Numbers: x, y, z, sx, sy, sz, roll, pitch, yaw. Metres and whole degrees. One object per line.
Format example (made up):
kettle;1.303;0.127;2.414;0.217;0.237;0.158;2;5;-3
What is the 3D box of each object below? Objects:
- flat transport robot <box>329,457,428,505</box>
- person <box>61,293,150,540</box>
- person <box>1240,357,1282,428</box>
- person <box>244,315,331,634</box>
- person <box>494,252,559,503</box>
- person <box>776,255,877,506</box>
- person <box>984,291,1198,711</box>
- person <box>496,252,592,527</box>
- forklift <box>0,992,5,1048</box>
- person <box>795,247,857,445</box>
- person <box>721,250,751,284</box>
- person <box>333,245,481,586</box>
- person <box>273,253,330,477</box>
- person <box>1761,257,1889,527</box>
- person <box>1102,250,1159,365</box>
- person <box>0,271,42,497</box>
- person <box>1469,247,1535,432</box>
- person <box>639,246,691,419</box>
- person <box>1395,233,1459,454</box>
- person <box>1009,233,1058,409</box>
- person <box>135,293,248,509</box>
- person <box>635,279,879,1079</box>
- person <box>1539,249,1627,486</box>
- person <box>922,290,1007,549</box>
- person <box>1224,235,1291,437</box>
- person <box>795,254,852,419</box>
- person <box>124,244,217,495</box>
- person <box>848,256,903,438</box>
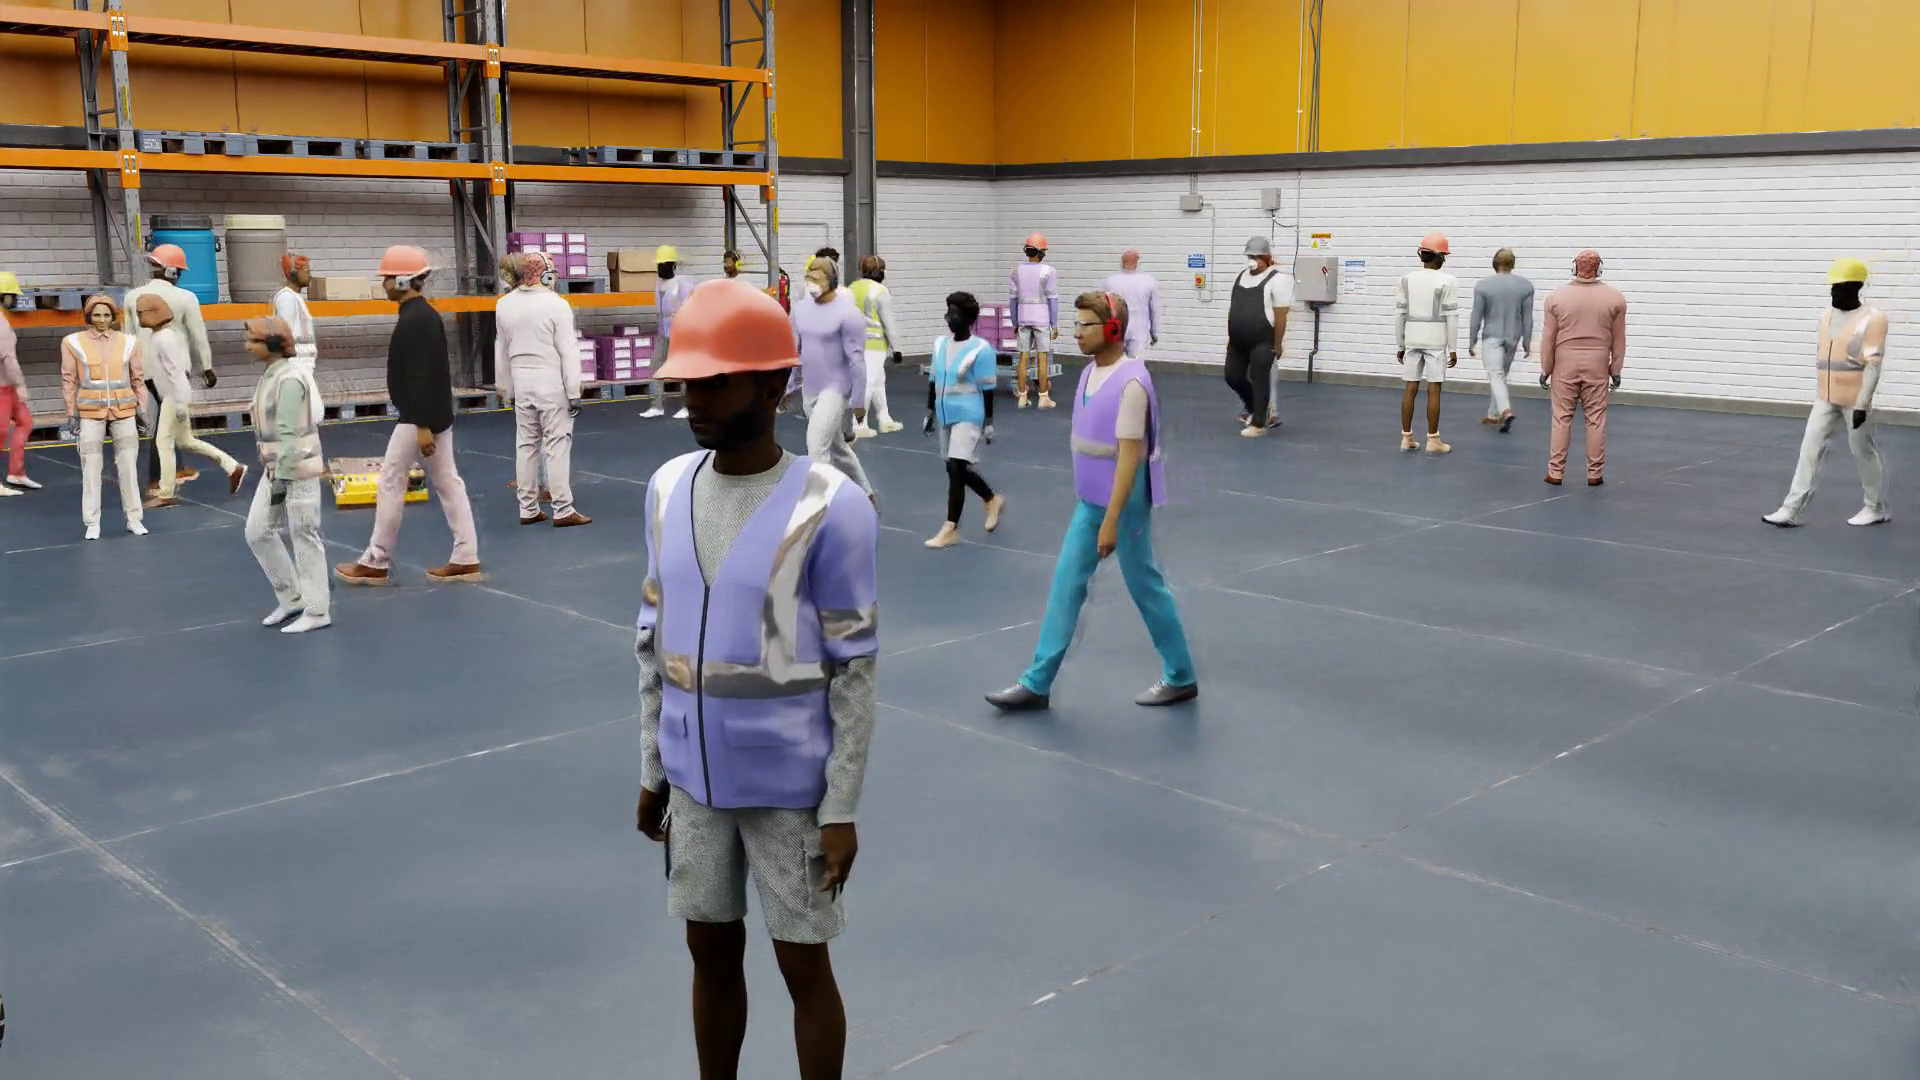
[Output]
flat transport robot;-4.574;-0.487;13.029;0.652;0.197;1.431;-4;11;-22
person;-5.717;-0.828;11.153;0.514;1.640;0.310;-7;13;-35
person;3.191;-1.973;17.605;0.506;1.556;0.928;-3;11;-14
person;-3.430;-0.319;8.418;0.426;1.623;0.529;-9;14;-40
person;-3.318;-1.221;12.605;0.846;1.894;0.668;6;12;31
person;-0.890;-1.020;11.538;0.643;1.897;1.018;10;14;44
person;0.617;-0.148;7.020;0.966;1.792;0.585;-4;11;-18
person;-2.886;-1.039;11.577;0.641;1.908;0.408;5;11;25
forklift;-3.245;0.323;3.363;2.313;2.155;1.214;2;11;13
person;-1.185;-1.724;15.293;0.623;1.911;0.991;5;12;26
person;-2.821;-2.577;20.179;0.880;1.833;0.508;-10;14;-44
person;-3.250;-0.709;9.628;0.939;1.951;0.641;-1;10;-3
person;-5.470;-1.428;13.792;0.414;1.872;0.609;-3;11;-14
person;6.084;-1.004;11.469;0.986;1.873;0.606;-3;11;-18
person;1.964;-2.416;19.246;0.662;1.851;1.038;2;11;9
person;-7.381;-1.203;12.910;0.575;1.741;0.534;-8;13;-37
person;5.640;-2.080;17.269;0.632;1.913;0.941;-1;10;-3
person;-3.231;-2.259;18.236;0.625;1.895;0.796;9;13;39
person;4.353;-1.821;15.467;0.614;2.041;0.393;10;14;43
person;0.876;-2.548;19.432;0.608;2.044;0.377;5;12;26
person;-5.811;-1.054;12.483;0.748;1.601;0.514;-6;12;-31
person;-0.426;0.462;3.302;0.543;1.939;0.362;5;12;28
person;5.026;-1.385;13.463;0.651;1.907;0.409;2;11;13
person;0.051;-0.805;10.939;0.776;1.674;0.534;-9;14;-40
person;2.956;-2.049;16.717;0.561;2.000;0.695;-9;14;-40
person;-1.536;-2.245;18.415;0.613;1.816;0.595;-9;14;-41
person;-6.256;-1.363;13.230;0.623;1.939;0.918;2;11;11
person;-0.790;-1.944;16.766;0.830;1.808;0.646;-8;13;-37
